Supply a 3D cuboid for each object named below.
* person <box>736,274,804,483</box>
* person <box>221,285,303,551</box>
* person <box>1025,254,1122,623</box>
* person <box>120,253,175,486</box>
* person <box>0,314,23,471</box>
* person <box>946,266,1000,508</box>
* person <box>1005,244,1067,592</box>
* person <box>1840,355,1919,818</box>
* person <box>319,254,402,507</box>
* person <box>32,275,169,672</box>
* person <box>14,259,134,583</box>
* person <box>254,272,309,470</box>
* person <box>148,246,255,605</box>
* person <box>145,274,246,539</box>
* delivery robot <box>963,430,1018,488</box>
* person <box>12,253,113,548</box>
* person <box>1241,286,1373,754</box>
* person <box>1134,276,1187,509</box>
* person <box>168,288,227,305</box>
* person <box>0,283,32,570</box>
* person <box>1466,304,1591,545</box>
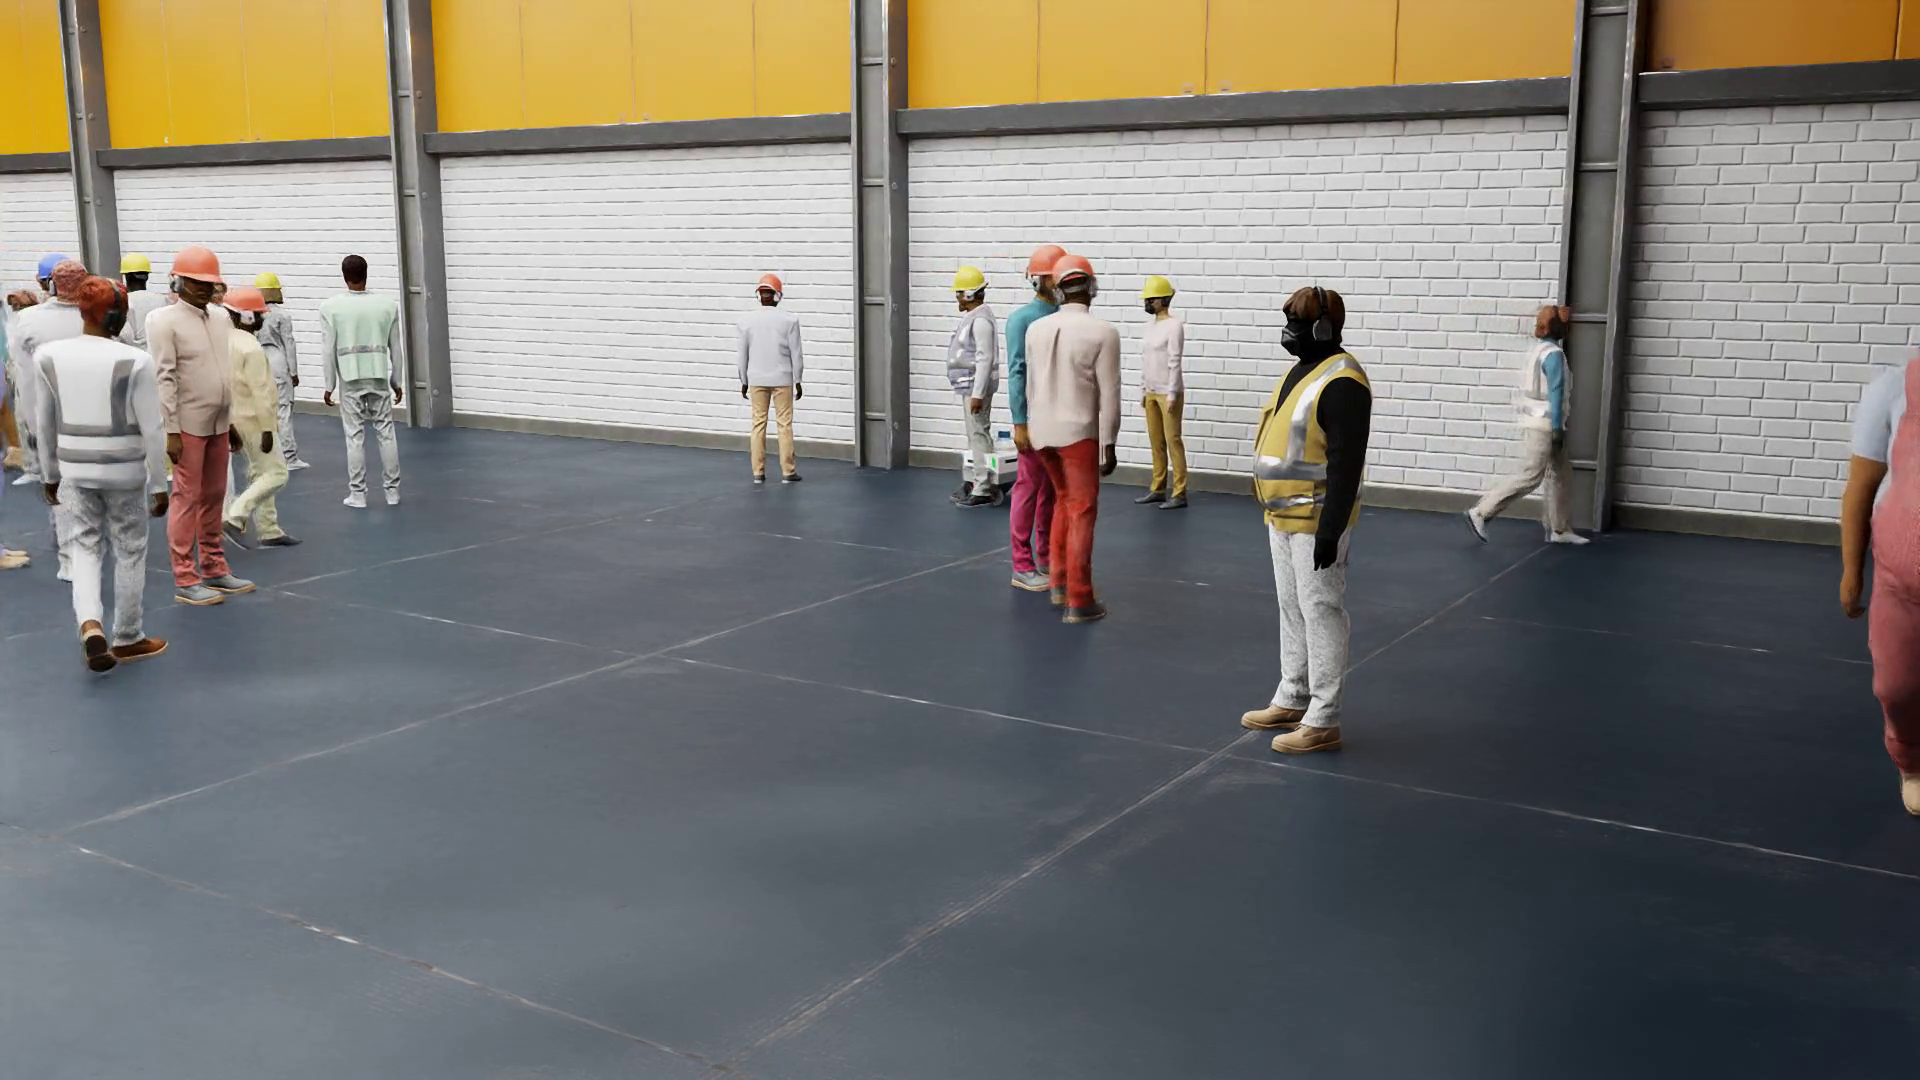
[{"bbox_3d":[-1.570,-1.342,13.888,0.561,1.743,0.336,2,10,8],"label":"person"},{"bbox_3d":[-4.576,-0.775,10.756,0.540,1.736,0.580,-9,14,-42],"label":"person"},{"bbox_3d":[0.616,-0.557,8.997,0.621,1.953,0.563,10,14,44],"label":"person"},{"bbox_3d":[-6.772,-1.412,13.809,0.384,1.920,0.587,6,12,30],"label":"person"},{"bbox_3d":[-8.525,-1.575,14.436,0.660,2.006,0.632,-6,12,-32],"label":"person"},{"bbox_3d":[0.097,-1.153,12.619,0.404,1.825,0.587,-1,10,-5],"label":"person"},{"bbox_3d":[0.502,-0.712,9.702,0.376,1.995,0.608,8,13,37],"label":"person"},{"bbox_3d":[3.239,0.045,5.382,0.689,2.000,0.901,7,13,35],"label":"person"},{"bbox_3d":[-4.532,-1.200,12.640,0.590,1.911,0.389,-6,12,-32],"label":"person"},{"bbox_3d":[-4.012,-0.297,7.767,0.633,1.867,0.654,0,10,-2],"label":"person"},{"bbox_3d":[-5.205,-0.699,9.878,0.642,1.909,0.409,-6,12,-30],"label":"person"},{"bbox_3d":[-6.059,-1.483,14.679,0.484,1.742,0.302,2,10,9],"label":"person"},{"bbox_3d":[-4.250,-0.643,9.340,0.400,1.987,0.612,2,10,10],"label":"person"},{"bbox_3d":[-5.153,-0.936,11.254,0.575,1.883,0.354,-3,11,-15],"label":"person"},{"bbox_3d":[0.341,-0.611,12.872,0.477,0.478,0.707,8,13,37],"label":"delivery robot"},{"bbox_3d":[-5.889,-0.918,11.011,0.614,1.939,0.412,-5,11,-26],"label":"person"},{"bbox_3d":[1.379,-0.081,6.631,0.429,1.844,0.627,-2,10,-10],"label":"person"},{"bbox_3d":[1.509,-1.113,12.602,0.348,1.759,0.517,-5,11,-25],"label":"person"},{"bbox_3d":[-7.780,-1.980,17.018,0.414,1.895,0.659,5,12,28],"label":"person"},{"bbox_3d":[-5.983,-0.721,10.202,0.351,1.837,0.511,-8,13,-37],"label":"person"},{"bbox_3d":[3.793,-0.753,10.983,0.757,1.607,0.509,3,11,15],"label":"person"}]
